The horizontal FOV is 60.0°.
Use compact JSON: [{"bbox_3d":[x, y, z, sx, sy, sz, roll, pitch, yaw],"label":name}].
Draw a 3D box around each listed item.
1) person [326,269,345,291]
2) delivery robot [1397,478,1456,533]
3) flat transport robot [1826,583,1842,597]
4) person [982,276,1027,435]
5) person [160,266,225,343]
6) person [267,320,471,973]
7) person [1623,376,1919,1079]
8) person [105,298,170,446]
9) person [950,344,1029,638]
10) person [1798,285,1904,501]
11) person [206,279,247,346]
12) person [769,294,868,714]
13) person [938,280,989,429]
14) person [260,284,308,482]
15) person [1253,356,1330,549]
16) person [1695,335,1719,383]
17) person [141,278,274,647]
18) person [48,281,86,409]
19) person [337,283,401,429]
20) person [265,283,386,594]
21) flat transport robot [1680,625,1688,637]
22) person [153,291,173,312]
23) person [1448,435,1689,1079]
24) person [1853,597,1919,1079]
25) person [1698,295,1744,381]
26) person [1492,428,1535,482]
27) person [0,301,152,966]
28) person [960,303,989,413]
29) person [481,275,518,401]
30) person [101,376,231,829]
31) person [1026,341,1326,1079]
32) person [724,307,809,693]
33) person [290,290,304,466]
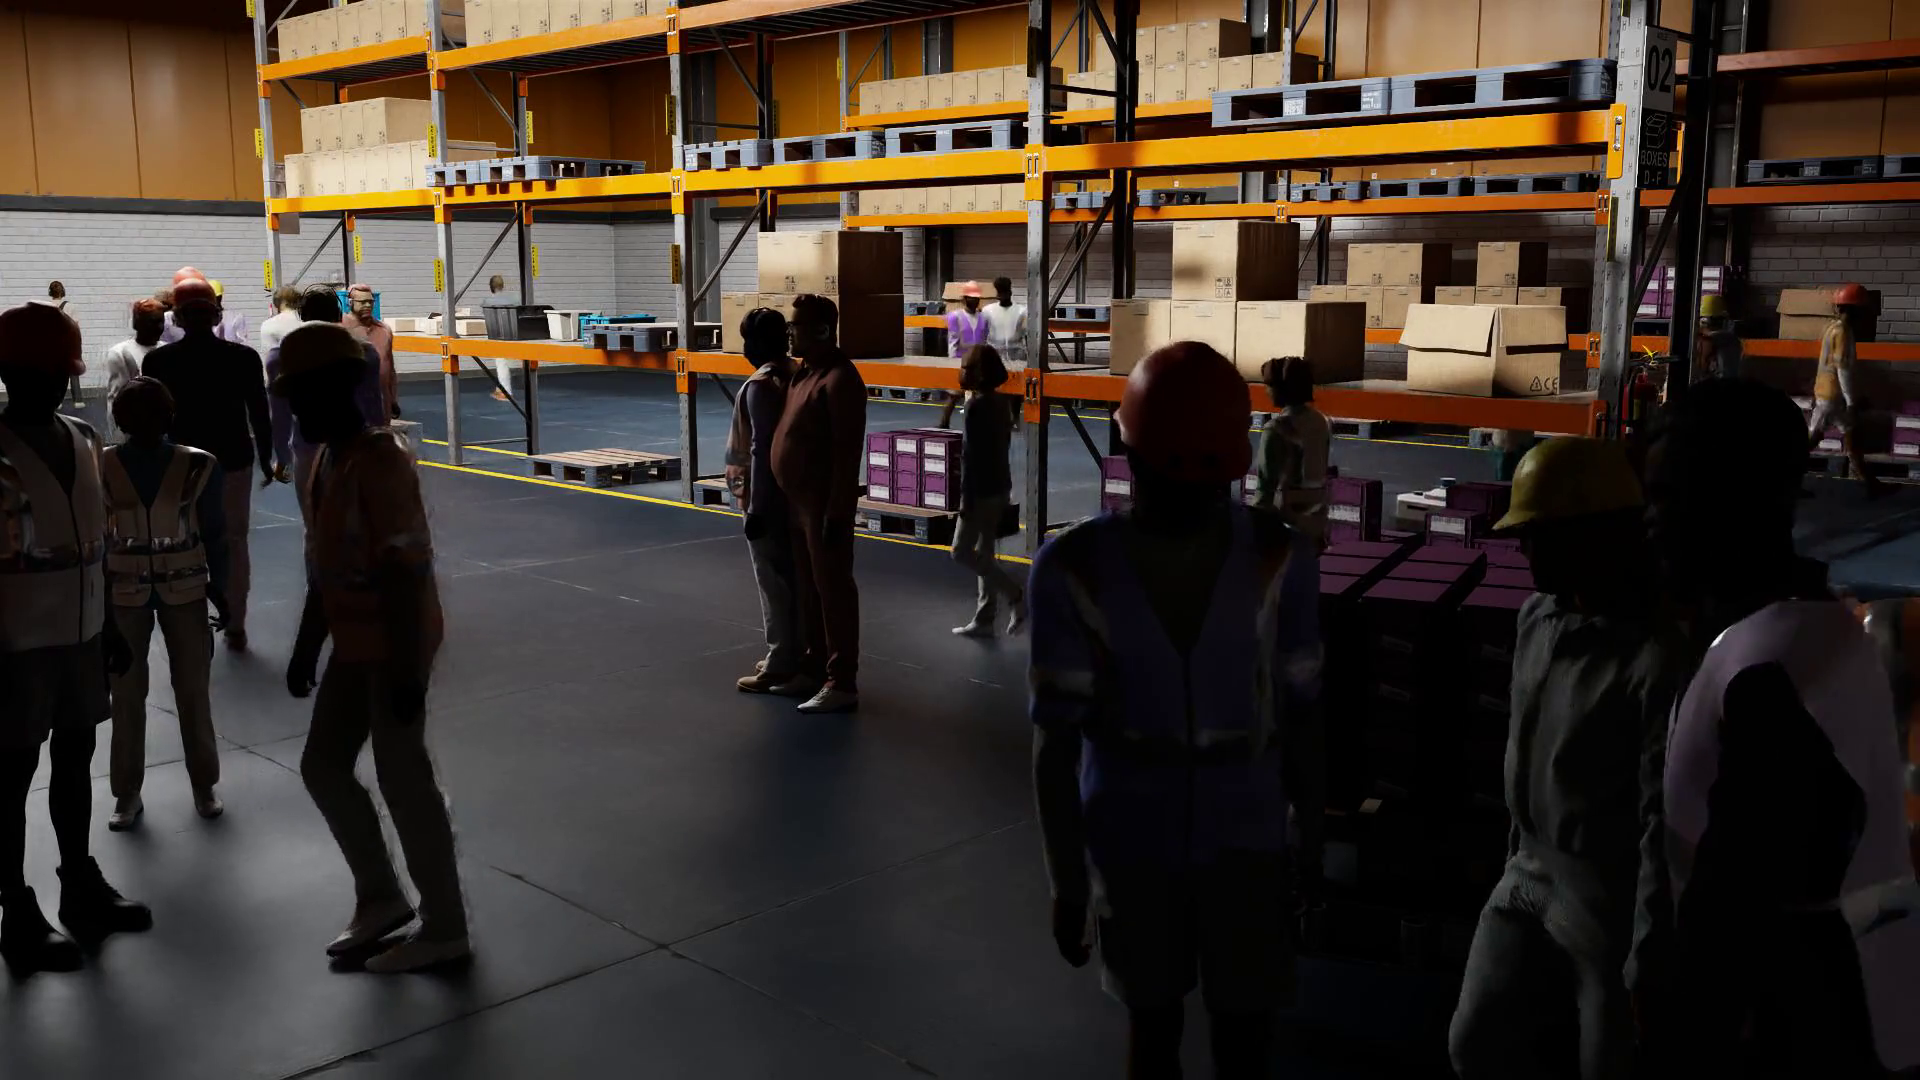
[{"bbox_3d":[-7.940,-2.475,21.388,0.536,2.000,0.701,1,9,9],"label":"person"},{"bbox_3d":[3.411,-0.192,11.647,0.477,0.478,0.707,-6,11,-33],"label":"delivery robot"},{"bbox_3d":[4.581,0.402,9.160,0.652,0.197,1.431,3,10,20],"label":"flat transport robot"},{"bbox_3d":[0.574,-2.229,20.188,0.699,1.937,0.458,0,9,1],"label":"person"},{"bbox_3d":[-6.059,-1.137,13.188,0.395,2.040,0.609,6,11,34],"label":"person"},{"bbox_3d":[-1.727,0.305,4.862,0.426,1.885,0.605,-7,12,-38],"label":"person"},{"bbox_3d":[1.062,0.700,2.464,1.007,1.862,0.605,3,10,20],"label":"person"},{"bbox_3d":[-5.688,-0.767,11.580,1.024,1.834,0.597,5,11,29],"label":"person"},{"bbox_3d":[0.176,-0.243,8.983,0.448,1.618,0.525,4,10,22],"label":"person"},{"bbox_3d":[7.689,-1.267,14.473,1.004,1.878,0.565,5,11,29],"label":"person"},{"bbox_3d":[-8.457,-2.023,19.010,0.589,1.911,0.673,-6,11,-31],"label":"person"},{"bbox_3d":[-0.666,-0.168,7.656,0.409,1.908,0.639,-4,10,-24],"label":"person"},{"bbox_3d":[0.057,-2.017,19.028,0.561,1.910,0.918,-5,10,-27],"label":"person"},{"bbox_3d":[-6.228,-1.440,15.573,1.015,1.878,0.645,5,10,27],"label":"person"},{"bbox_3d":[1.512,-0.033,7.662,0.360,1.623,0.543,8,12,40],"label":"person"},{"bbox_3d":[4.557,-0.509,10.657,0.517,1.610,0.644,-8,12,-41],"label":"person"},{"bbox_3d":[-4.048,-0.422,9.004,0.640,1.965,0.688,-4,10,-21],"label":"person"},{"bbox_3d":[-13.005,-2.818,24.085,0.506,1.847,0.345,-3,10,-19],"label":"person"},{"bbox_3d":[-4.885,-1.146,13.659,0.403,1.904,0.652,7,12,37],"label":"person"},{"bbox_3d":[-3.627,-0.497,9.571,0.627,1.940,0.372,-4,10,-22],"label":"person"},{"bbox_3d":[3.611,0.561,8.183,1.431,0.197,0.652,0,9,-1],"label":"flat transport robot"},{"bbox_3d":[-7.868,-1.607,16.793,0.661,1.814,0.750,-1,9,-5],"label":"person"},{"bbox_3d":[1.131,0.676,3.021,0.338,1.724,0.568,-3,10,-17],"label":"person"},{"bbox_3d":[1.984,0.678,3.298,0.534,1.624,0.370,6,11,33],"label":"person"},{"bbox_3d":[5.876,-1.050,13.340,0.621,1.809,0.732,-7,11,-36],"label":"person"},{"bbox_3d":[3.649,-0.600,10.824,0.438,1.725,0.596,3,10,19],"label":"person"},{"bbox_3d":[-2.686,0.266,4.922,0.374,1.930,0.542,3,10,17],"label":"person"},{"bbox_3d":[0.184,-2.576,23.285,0.493,1.625,0.281,-4,10,-23],"label":"person"},{"bbox_3d":[-7.163,-3.102,25.594,0.740,1.918,0.655,5,11,30],"label":"person"},{"bbox_3d":[-2.939,0.223,6.082,0.514,1.637,0.310,-4,10,-24],"label":"person"},{"bbox_3d":[0.410,0.578,3.115,0.574,1.893,0.533,0,9,3],"label":"person"},{"bbox_3d":[-0.908,-0.188,7.980,0.429,1.839,0.634,2,9,11],"label":"person"},{"bbox_3d":[-6.693,-1.639,16.939,0.605,1.818,0.464,-5,10,-26],"label":"person"}]
